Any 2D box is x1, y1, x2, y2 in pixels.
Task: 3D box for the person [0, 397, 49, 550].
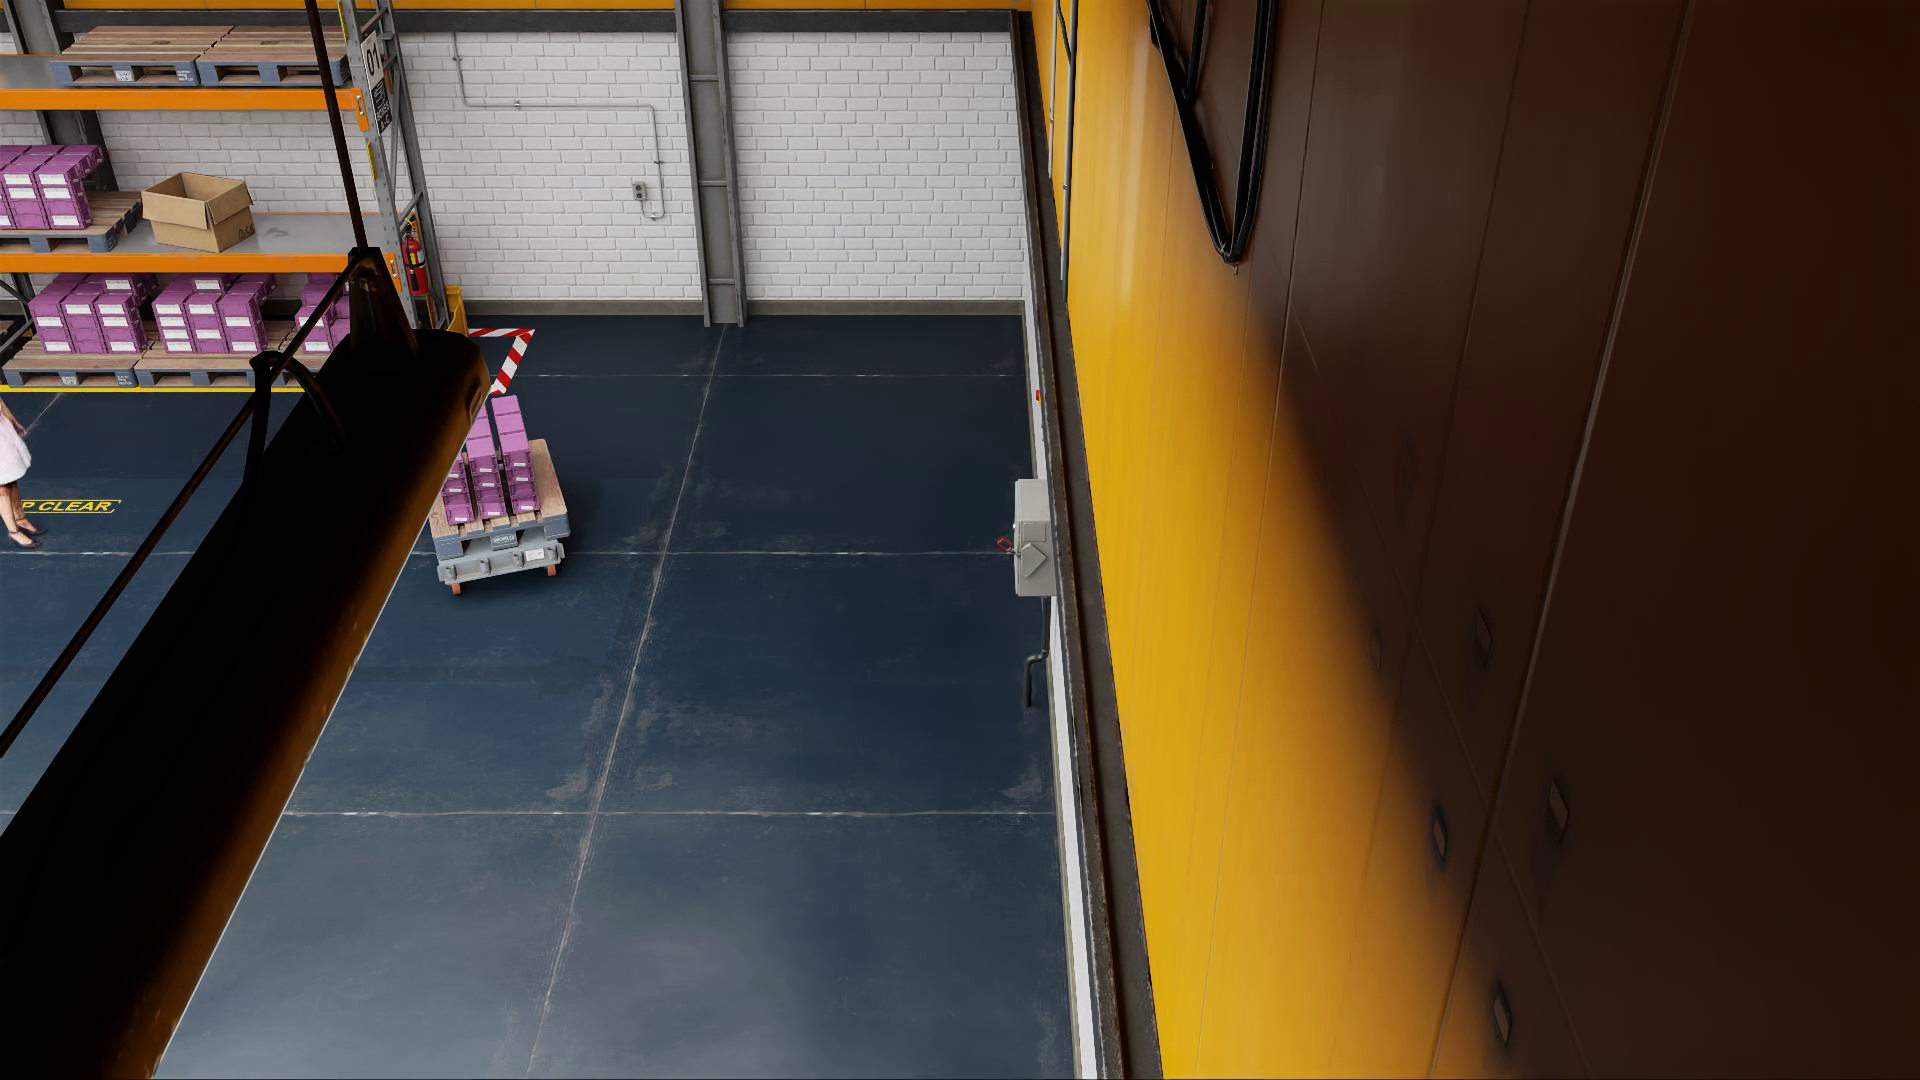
[{"bbox_3d":[-7.576,-0.773,12.909,0.766,1.812,0.742,-5,34,-7],"label":"person"}]
